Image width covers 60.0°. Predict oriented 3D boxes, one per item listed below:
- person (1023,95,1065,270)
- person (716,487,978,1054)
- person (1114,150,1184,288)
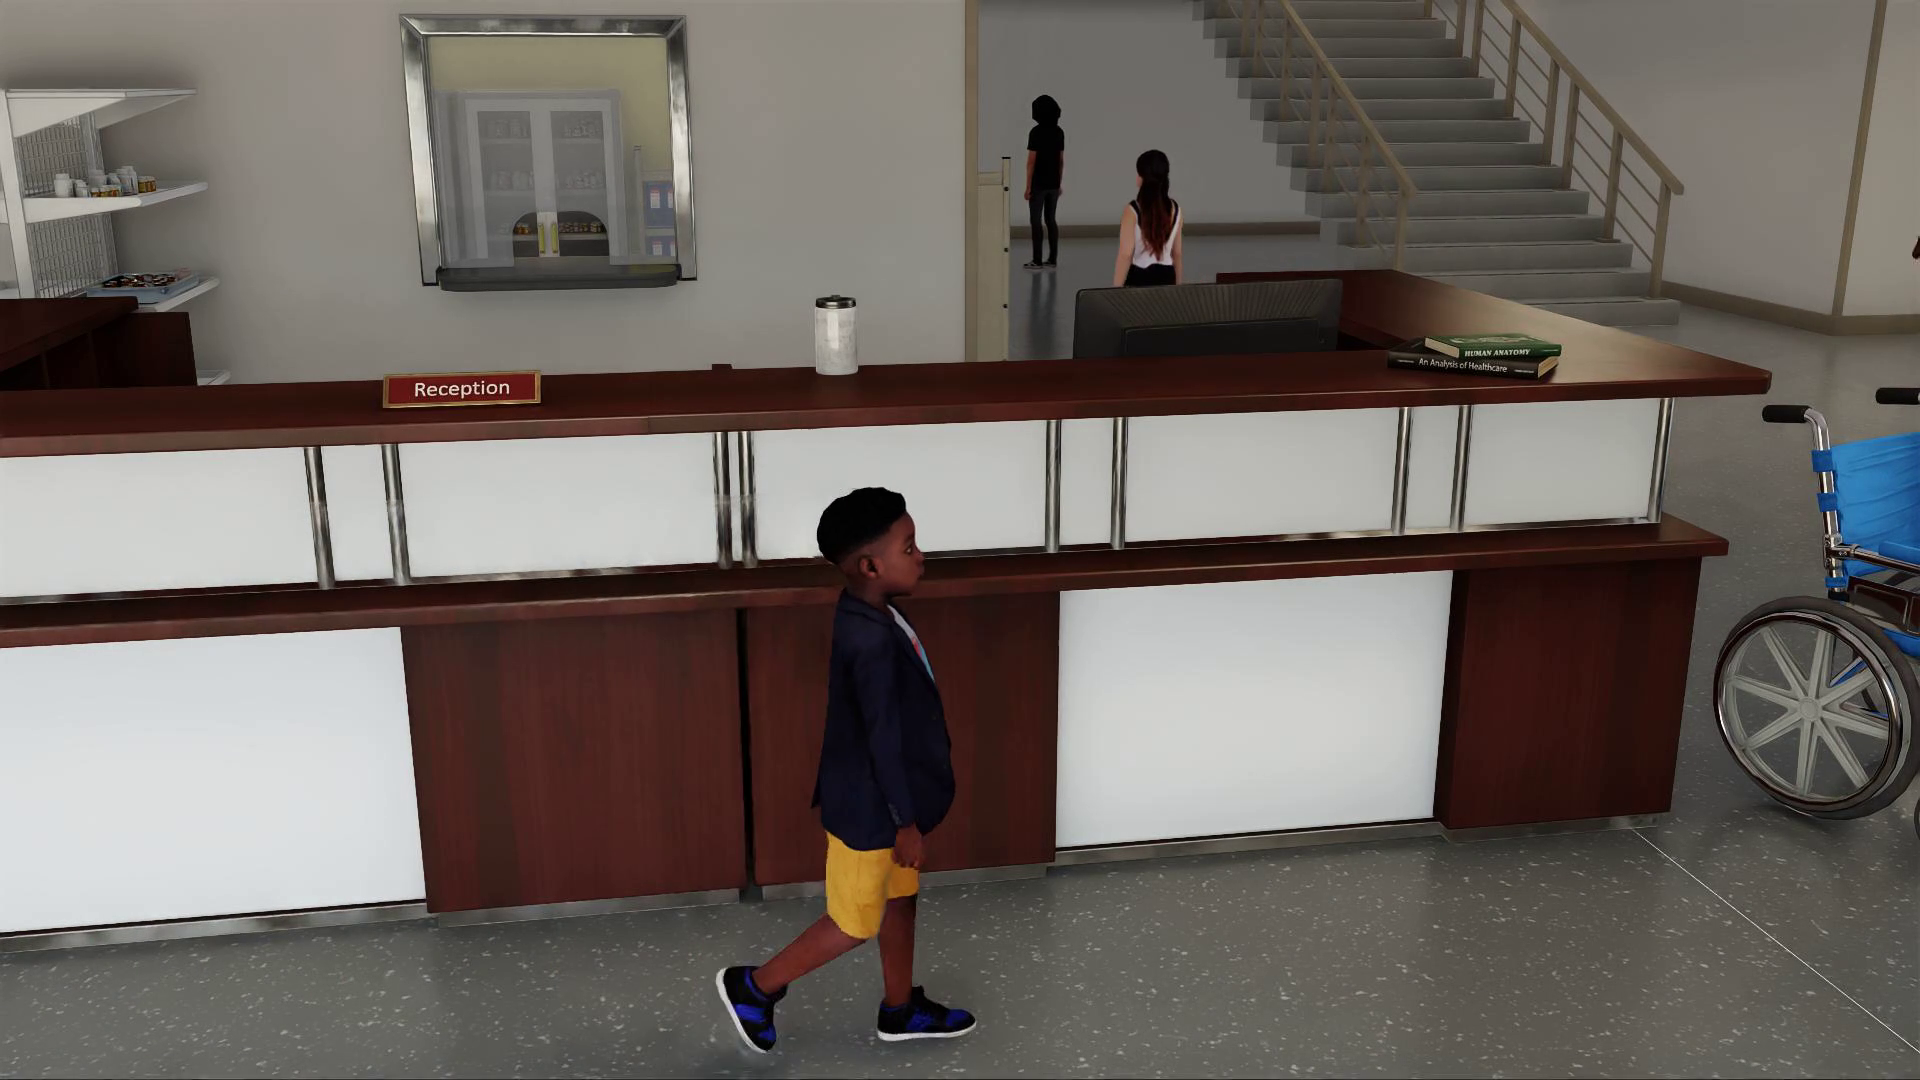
[{"bbox_3d":[0.915,-3.847,17.869,0.706,1.826,0.691,-11,19,-35],"label":"person"},{"bbox_3d":[-0.249,0.517,3.463,0.610,1.257,0.734,-1,16,-5],"label":"person"},{"bbox_3d":[1.102,-1.331,9.332,0.808,1.629,1.048,-10,19,-32],"label":"person"}]
